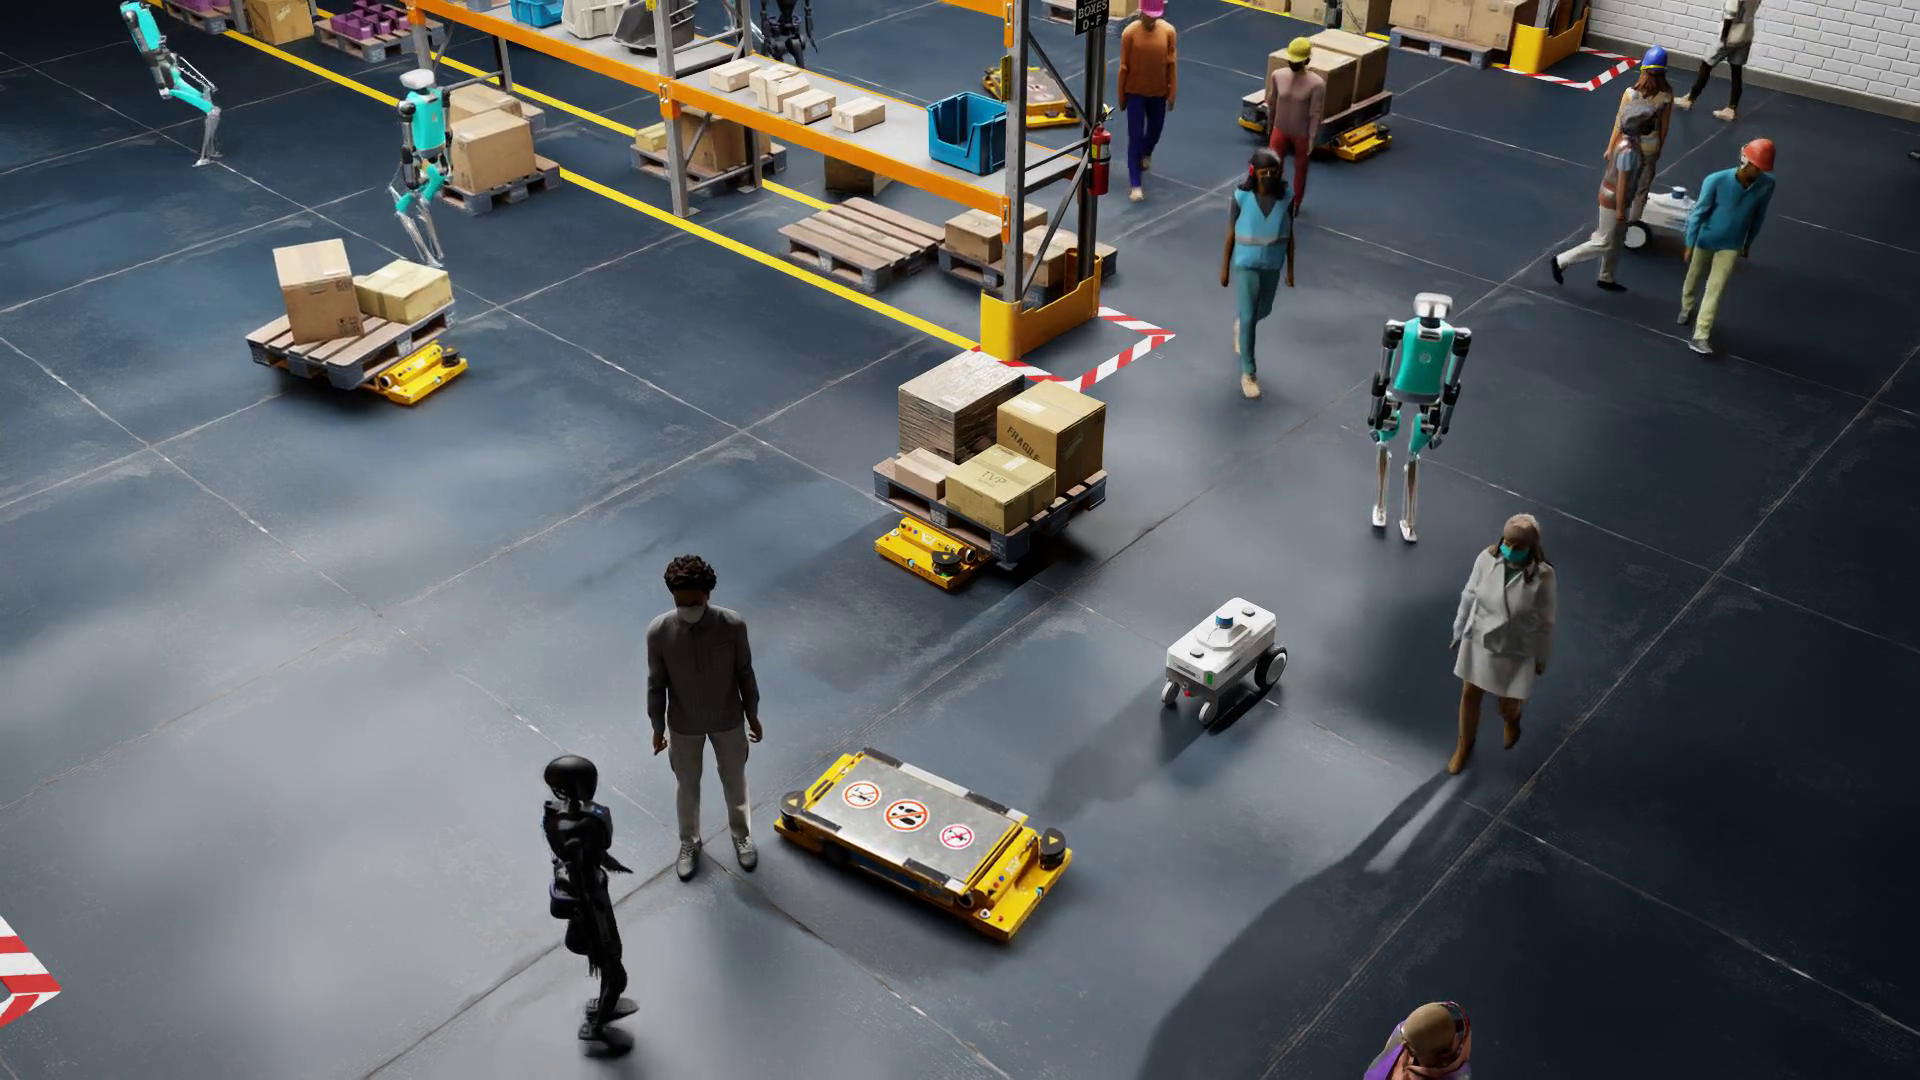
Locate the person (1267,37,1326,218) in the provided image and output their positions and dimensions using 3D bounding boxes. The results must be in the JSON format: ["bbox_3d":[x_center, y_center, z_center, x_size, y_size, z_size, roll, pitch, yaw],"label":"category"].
[{"bbox_3d":[2.921,-3.583,14.724,0.534,1.713,0.920,16,38,22],"label":"person"}]

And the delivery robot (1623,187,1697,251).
[{"bbox_3d":[6.245,-2.824,14.623,0.737,0.564,0.499,20,39,26],"label":"delivery robot"}]

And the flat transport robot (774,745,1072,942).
[{"bbox_3d":[-0.200,1.528,8.597,1.431,0.231,0.659,20,39,26],"label":"flat transport robot"}]

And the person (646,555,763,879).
[{"bbox_3d":[-1.249,0.851,8.145,0.546,1.896,0.374,-6,35,-9],"label":"person"}]

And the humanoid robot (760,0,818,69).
[{"bbox_3d":[-1.779,-5.161,17.048,0.599,1.649,0.347,-15,37,-20],"label":"humanoid robot"}]

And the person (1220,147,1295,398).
[{"bbox_3d":[2.223,-2.067,12.428,0.530,1.834,0.889,-4,35,-5],"label":"person"}]

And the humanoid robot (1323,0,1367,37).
[{"bbox_3d":[4.060,-5.484,17.438,0.699,1.755,0.531,4,35,6],"label":"humanoid robot"}]

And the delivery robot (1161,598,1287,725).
[{"bbox_3d":[1.506,0.646,9.597,0.499,0.566,0.739,27,43,33],"label":"delivery robot"}]

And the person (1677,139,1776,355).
[{"bbox_3d":[5.930,-2.337,12.941,0.565,1.684,0.899,8,35,11],"label":"person"}]

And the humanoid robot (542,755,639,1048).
[{"bbox_3d":[-1.615,1.560,7.311,0.326,1.658,0.592,-4,35,-6],"label":"humanoid robot"}]

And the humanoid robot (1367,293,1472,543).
[{"bbox_3d":[2.895,-0.867,10.731,0.545,1.754,0.677,6,35,8],"label":"humanoid robot"}]

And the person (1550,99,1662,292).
[{"bbox_3d":[5.312,-2.813,13.646,0.572,1.670,0.481,16,38,22],"label":"person"}]

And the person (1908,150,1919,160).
[{"bbox_3d":[9.634,-4.607,16.032,0.549,1.929,0.387,-21,40,-27],"label":"person"}]

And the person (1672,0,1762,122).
[{"bbox_3d":[7.861,-5.191,17.097,0.545,1.657,0.790,-20,39,-26],"label":"person"}]

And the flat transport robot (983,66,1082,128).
[{"bbox_3d":[0.762,-4.716,17.643,0.659,0.231,1.431,-10,36,-14],"label":"flat transport robot"}]

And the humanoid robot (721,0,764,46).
[{"bbox_3d":[-2.544,-6.482,18.934,1.034,1.753,0.551,18,39,24],"label":"humanoid robot"}]

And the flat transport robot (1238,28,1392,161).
[{"bbox_3d":[3.601,-4.202,16.898,1.431,0.231,0.659,29,44,35],"label":"flat transport robot"}]

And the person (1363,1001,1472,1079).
[{"bbox_3d":[1.662,2.310,6.212,0.347,1.690,0.484,-11,36,-15],"label":"person"}]

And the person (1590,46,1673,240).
[{"bbox_3d":[5.830,-3.375,14.371,0.467,1.778,0.309,1,35,2],"label":"person"}]

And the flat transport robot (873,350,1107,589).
[{"bbox_3d":[0.158,-0.172,11.059,0.659,0.231,1.431,27,43,33],"label":"flat transport robot"}]

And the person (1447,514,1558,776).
[{"bbox_3d":[2.867,0.547,8.799,0.520,1.646,0.451,22,40,29],"label":"person"}]

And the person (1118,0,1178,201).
[{"bbox_3d":[1.724,-4.183,15.399,0.547,1.952,0.788,0,35,0],"label":"person"}]

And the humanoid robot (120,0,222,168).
[{"bbox_3d":[-7.469,-4.472,15.991,0.777,1.758,0.550,-6,35,-8],"label":"humanoid robot"}]

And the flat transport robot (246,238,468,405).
[{"bbox_3d":[-4.589,-1.416,12.862,1.431,0.231,0.659,16,38,22],"label":"flat transport robot"}]

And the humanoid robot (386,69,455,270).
[{"bbox_3d":[-4.600,-3.120,14.053,0.719,1.792,0.530,18,39,24],"label":"humanoid robot"}]
